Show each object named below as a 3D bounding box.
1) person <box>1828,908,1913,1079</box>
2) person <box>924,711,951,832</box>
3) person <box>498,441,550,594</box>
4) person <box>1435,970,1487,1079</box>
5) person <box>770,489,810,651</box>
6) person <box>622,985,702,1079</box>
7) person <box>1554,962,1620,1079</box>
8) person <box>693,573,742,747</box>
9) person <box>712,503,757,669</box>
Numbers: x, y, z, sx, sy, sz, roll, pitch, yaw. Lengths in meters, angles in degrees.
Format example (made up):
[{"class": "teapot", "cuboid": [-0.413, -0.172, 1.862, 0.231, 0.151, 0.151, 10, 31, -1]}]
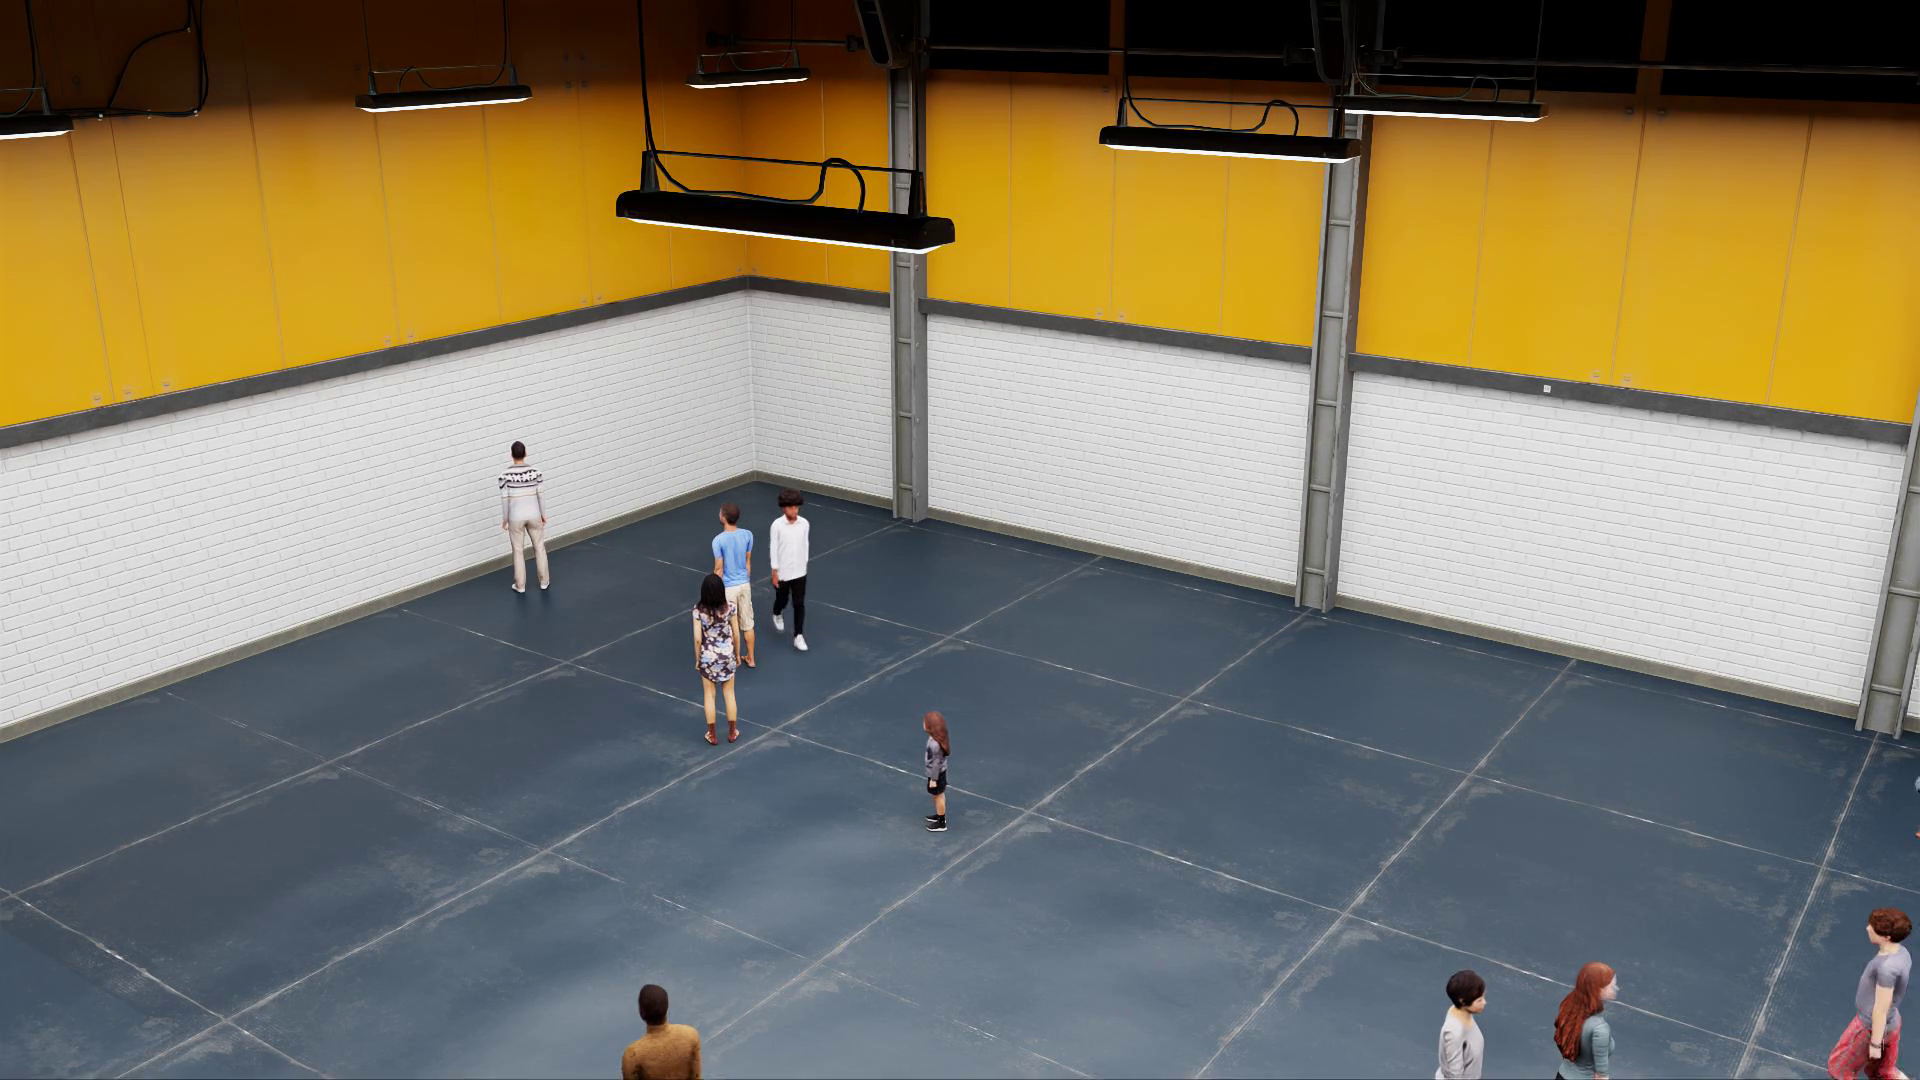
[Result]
[{"class": "person", "cuboid": [5.833, 3.088, 10.408, 1.082, 1.622, 0.609, 14, 23, 35]}, {"class": "person", "cuboid": [-0.203, 1.993, 14.465, 0.567, 1.107, 0.537, 0, 19, 1]}, {"class": "person", "cuboid": [-5.249, -0.284, 20.044, 0.767, 1.862, 0.763, -8, 20, -23]}, {"class": "person", "cuboid": [2.962, 3.269, 9.977, 0.545, 1.554, 0.585, 8, 20, 21]}, {"class": "person", "cuboid": [-1.917, 0.299, 18.434, 0.971, 1.785, 1.142, -8, 20, -23]}, {"class": "person", "cuboid": [-1.636, 3.351, 9.333, 0.831, 1.809, 0.906, -11, 21, -29]}, {"class": "person", "cuboid": [3.625, 3.249, 9.738, 0.724, 1.743, 0.665, -3, 19, -9]}, {"class": "person", "cuboid": [-2.337, 1.142, 16.012, 0.674, 1.733, 0.718, -5, 19, -14]}, {"class": "person", "cuboid": [-2.407, 0.502, 17.711, 0.701, 1.862, 0.656, -14, 23, -37]}]
